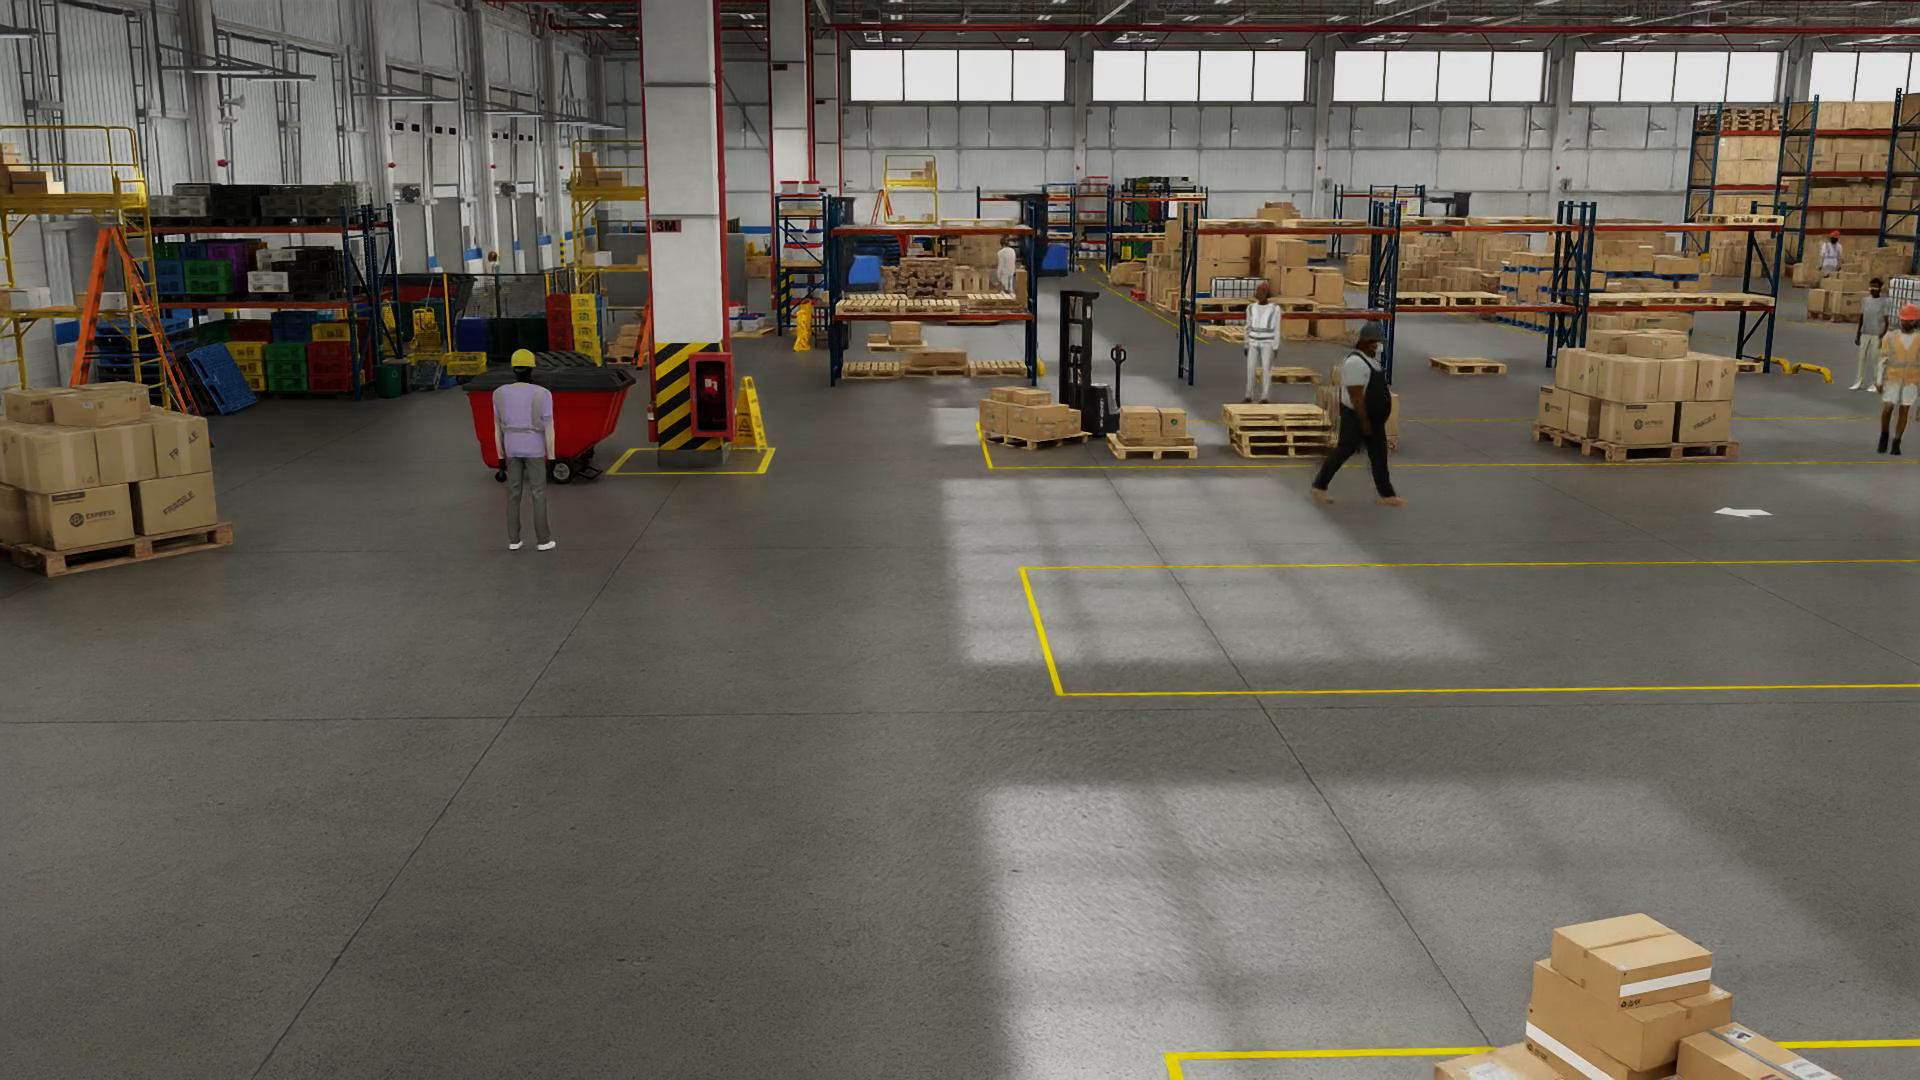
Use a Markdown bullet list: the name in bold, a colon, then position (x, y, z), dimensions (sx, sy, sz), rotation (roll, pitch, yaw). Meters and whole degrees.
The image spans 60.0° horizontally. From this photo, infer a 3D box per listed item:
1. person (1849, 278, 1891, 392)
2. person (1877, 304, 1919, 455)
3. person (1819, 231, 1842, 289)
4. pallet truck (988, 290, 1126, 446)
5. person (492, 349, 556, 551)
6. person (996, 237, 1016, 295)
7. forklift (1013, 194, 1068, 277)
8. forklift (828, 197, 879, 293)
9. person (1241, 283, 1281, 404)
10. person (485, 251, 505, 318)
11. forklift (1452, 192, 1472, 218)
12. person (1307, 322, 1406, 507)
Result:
- **person**: position (14.901, -3.351, 27.192), dimensions (0.322, 1.858, 0.511), rotation (-7, 14, -30)
- **person**: position (11.903, -2.008, 20.993), dimensions (0.544, 1.919, 0.577), rotation (6, 14, 24)
- **person**: position (25.004, -7.940, 47.838), dimensions (0.552, 1.899, 0.954), rotation (-1, 13, -3)
- **pallet truck**: position (1.257, -2.299, 22.111), dimensions (1.885, 1.965, 0.823), rotation (-9, 15, -35)
- **person**: position (-4.107, -0.848, 15.753), dimensions (0.584, 1.918, 0.408), rotation (1, 13, 5)
- **person**: position (1.148, -6.672, 42.004), dimensions (0.370, 1.934, 0.627), rotation (10, 16, 39)
- **forklift**: position (2.634, -10.258, 56.037), dimensions (1.873, 2.768, 1.129), rotation (-7, 14, -28)
- **forklift**: position (-3.427, -8.677, 48.896), dimensions (1.873, 2.768, 1.129), rotation (-8, 15, -31)
- **person**: position (4.610, -2.977, 25.444), dimensions (0.586, 1.883, 0.372), rotation (8, 15, 31)
- **person**: position (-11.471, -6.267, 40.870), dimensions (0.523, 1.632, 0.313), rotation (9, 16, 37)
- **forklift**: position (18.041, -11.132, 59.984), dimensions (1.873, 2.768, 1.129), rotation (0, 12, -2)
- **person**: position (4.275, -1.381, 17.866), dimensions (1.015, 2.000, 0.691), rotation (9, 16, 36)
